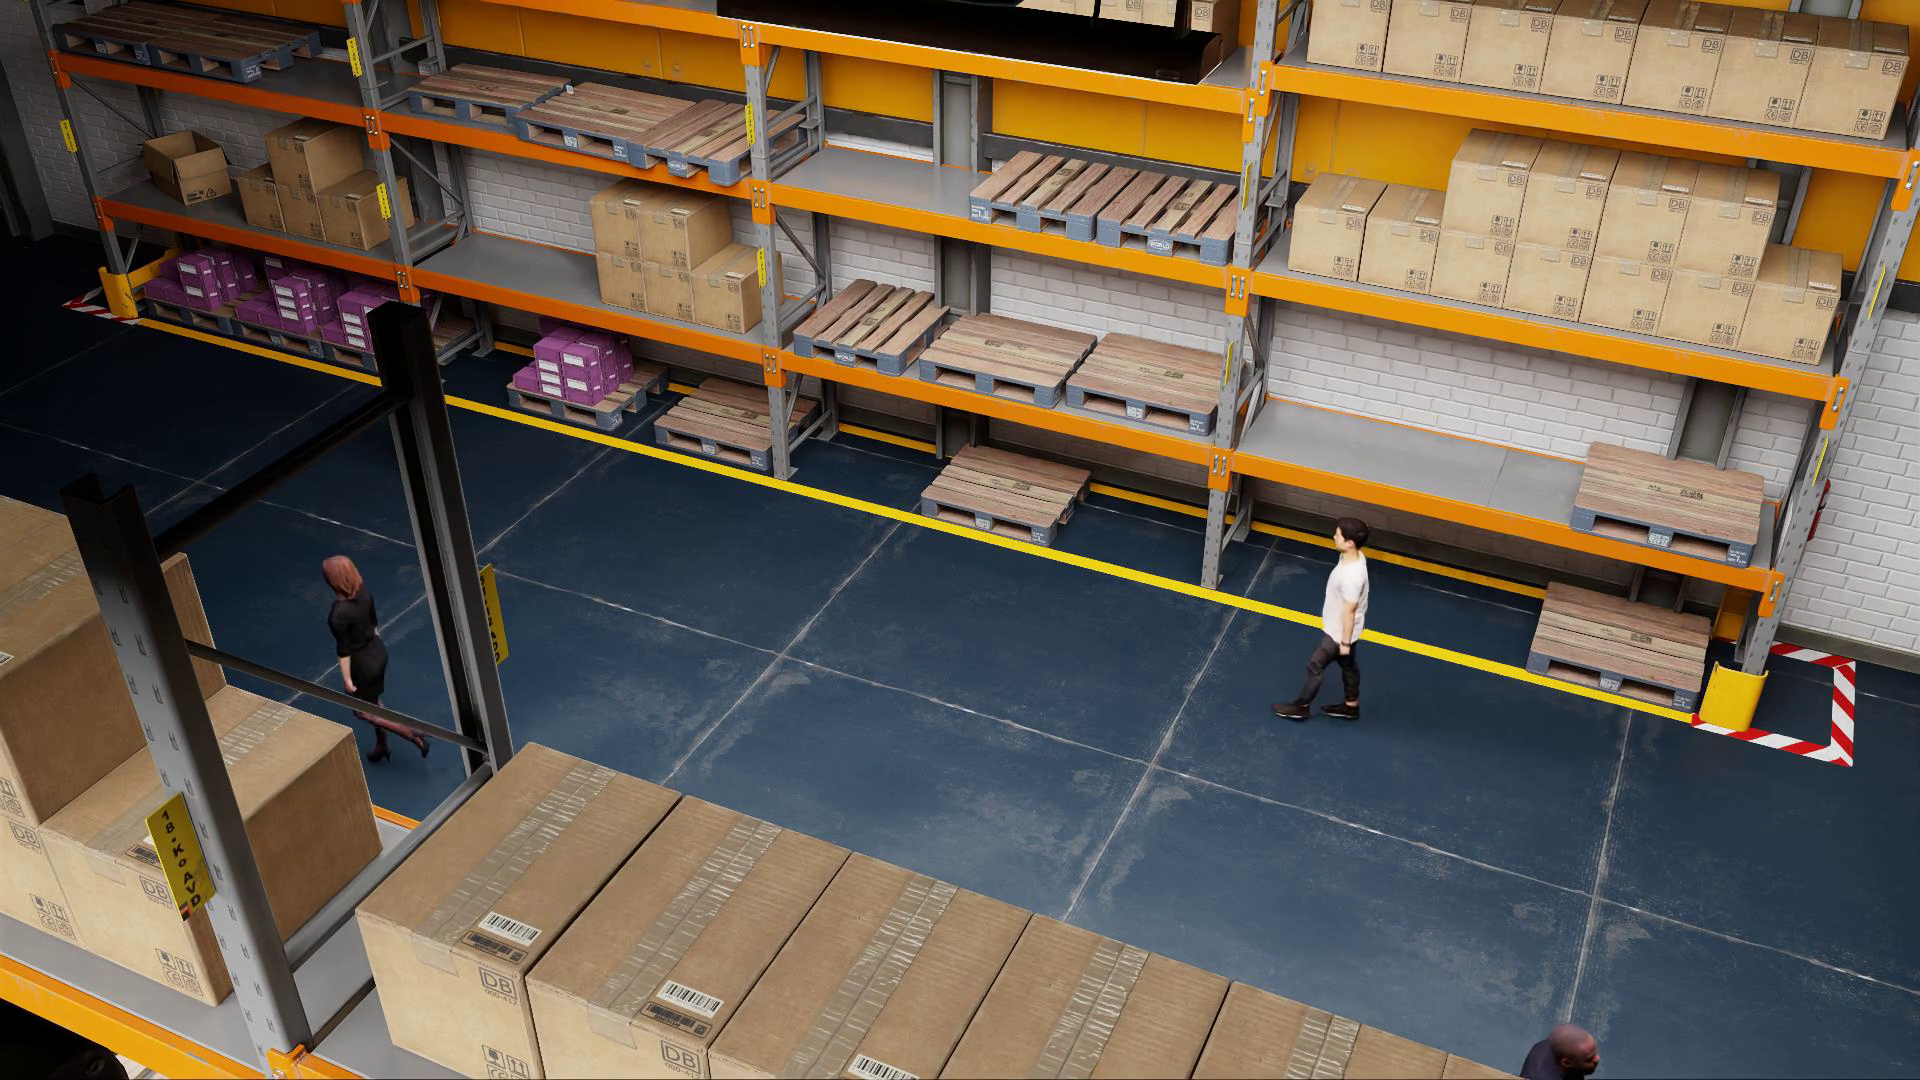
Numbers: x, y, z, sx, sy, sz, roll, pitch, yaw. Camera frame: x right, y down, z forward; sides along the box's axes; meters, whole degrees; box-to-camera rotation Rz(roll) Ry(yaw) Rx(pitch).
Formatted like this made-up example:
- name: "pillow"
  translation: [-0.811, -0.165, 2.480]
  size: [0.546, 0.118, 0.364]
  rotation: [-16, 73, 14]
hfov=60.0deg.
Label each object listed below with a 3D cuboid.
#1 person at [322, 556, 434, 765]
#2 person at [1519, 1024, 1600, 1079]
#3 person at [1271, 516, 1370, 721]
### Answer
- name: "person"
  translation: [-3.949, 0.867, 11.254]
  size: [0.869, 1.689, 0.717]
  rotation: [6, 34, 8]
- name: "person"
  translation: [2.654, 2.970, 8.013]
  size: [1.198, 1.774, 0.764]
  rotation: [18, 38, 25]
- name: "person"
  translation: [2.758, 0.596, 11.648]
  size: [0.905, 1.703, 0.730]
  rotation: [8, 35, 12]
